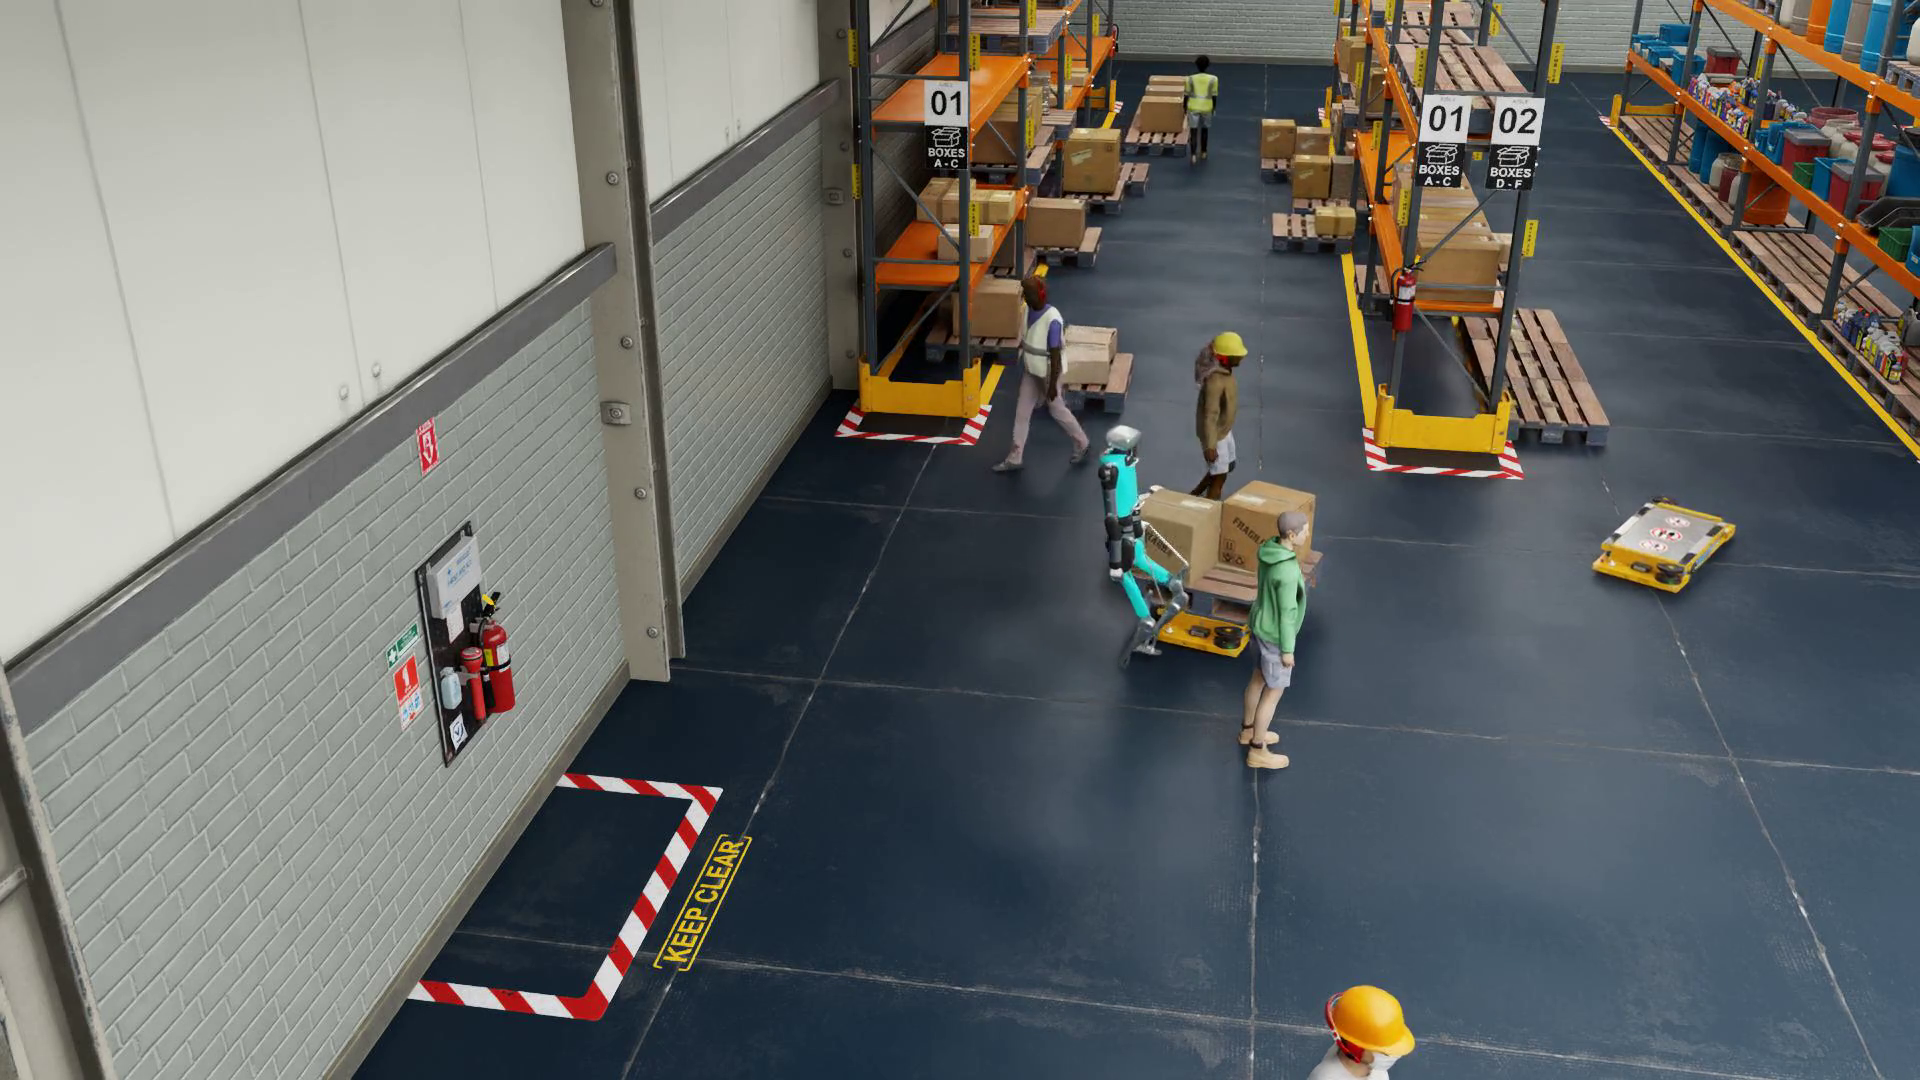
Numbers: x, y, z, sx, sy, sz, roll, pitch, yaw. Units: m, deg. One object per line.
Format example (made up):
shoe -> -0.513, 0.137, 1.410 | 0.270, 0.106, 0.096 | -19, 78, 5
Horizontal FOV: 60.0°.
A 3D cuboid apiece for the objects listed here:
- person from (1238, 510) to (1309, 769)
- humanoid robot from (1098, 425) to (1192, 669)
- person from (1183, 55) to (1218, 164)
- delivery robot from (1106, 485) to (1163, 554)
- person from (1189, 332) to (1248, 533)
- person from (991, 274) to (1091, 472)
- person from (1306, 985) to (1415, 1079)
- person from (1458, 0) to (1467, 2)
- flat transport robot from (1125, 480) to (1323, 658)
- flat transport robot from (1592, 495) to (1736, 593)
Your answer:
person -> 1.950, 0.606, 10.339 | 0.315, 1.732, 0.476 | -3, 25, -7
humanoid robot -> 1.310, 0.131, 11.439 | 0.759, 1.850, 0.550 | 10, 27, 20
person -> 3.789, -6.804, 26.264 | 0.544, 1.668, 0.711 | 3, 25, 7
delivery robot -> 1.533, -0.144, 13.335 | 0.783, 0.601, 0.499 | 3, 25, 7
person -> 2.083, -0.867, 13.463 | 0.496, 1.748, 0.604 | 8, 26, 18
person -> 0.766, -1.487, 14.736 | 0.946, 1.802, 0.602 | -13, 28, -25
person -> 1.420, 2.442, 6.214 | 0.368, 1.895, 0.572 | 16, 30, 31
person -> 9.260, -9.122, 31.037 | 0.566, 1.834, 0.499 | 5, 25, 10
flat transport robot -> 1.975, 0.439, 12.417 | 0.659, 0.231, 1.431 | 12, 28, 24
flat transport robot -> 5.653, 0.023, 13.308 | 0.659, 0.231, 1.431 | 19, 31, 35
